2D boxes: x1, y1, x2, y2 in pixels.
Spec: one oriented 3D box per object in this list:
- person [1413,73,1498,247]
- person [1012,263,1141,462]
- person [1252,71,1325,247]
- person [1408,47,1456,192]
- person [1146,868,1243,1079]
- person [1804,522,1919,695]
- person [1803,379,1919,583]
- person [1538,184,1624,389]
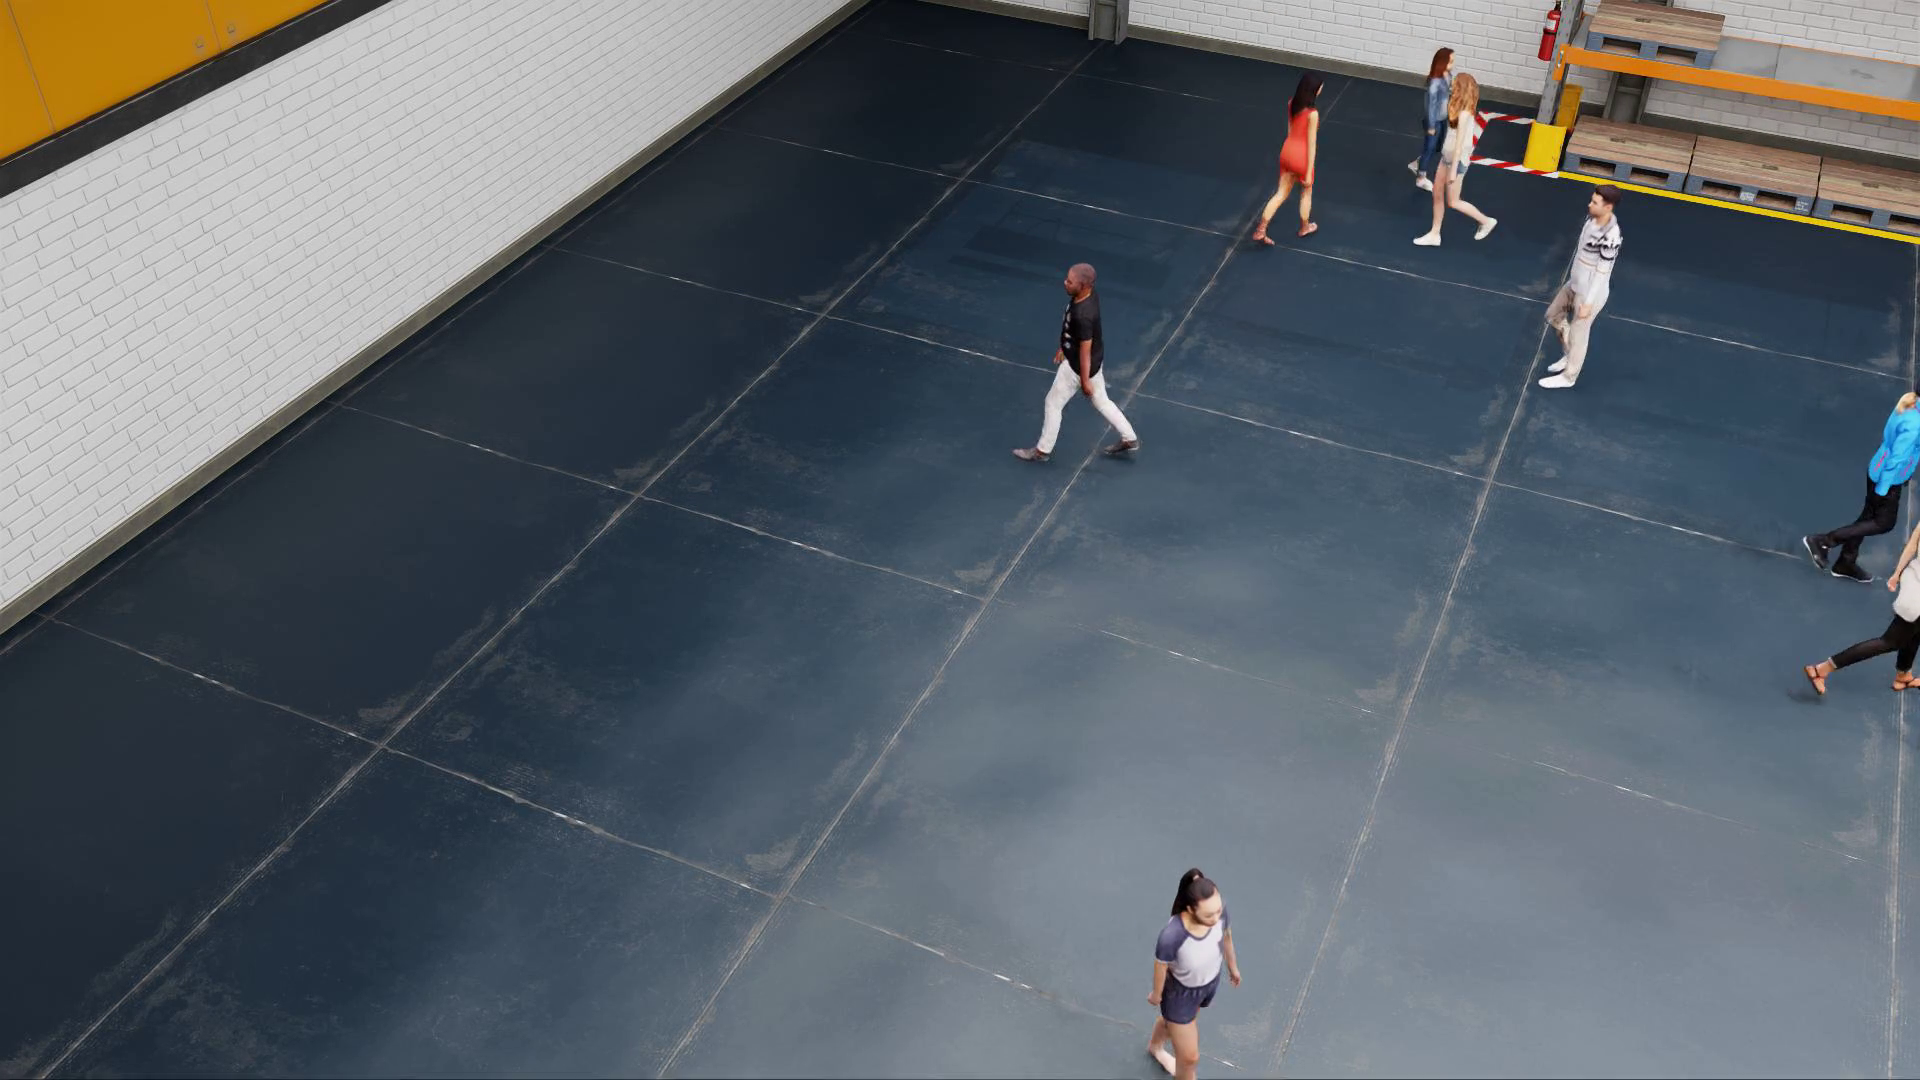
[{"bbox_3d":[4.712,-3.500,15.550,1.043,1.731,0.785,9,39,11],"label":"person"},{"bbox_3d":[1.031,-1.330,12.810,1.306,1.760,0.903,6,39,7],"label":"person"},{"bbox_3d":[3.092,-3.540,15.635,0.991,1.688,1.067,-22,44,-25],"label":"person"},{"bbox_3d":[4.702,-4.235,16.680,0.626,1.470,0.629,22,44,25],"label":"person"},{"bbox_3d":[1.098,2.220,8.471,0.815,1.627,0.962,-30,47,-32],"label":"person"},{"bbox_3d":[6.064,0.352,10.679,1.213,1.792,0.867,3,39,4],"label":"person"},{"bbox_3d":[6.420,-0.462,11.700,0.754,1.789,0.631,20,43,23],"label":"person"},{"bbox_3d":[5.231,-2.073,13.668,0.782,1.850,0.796,1,39,2],"label":"person"}]
